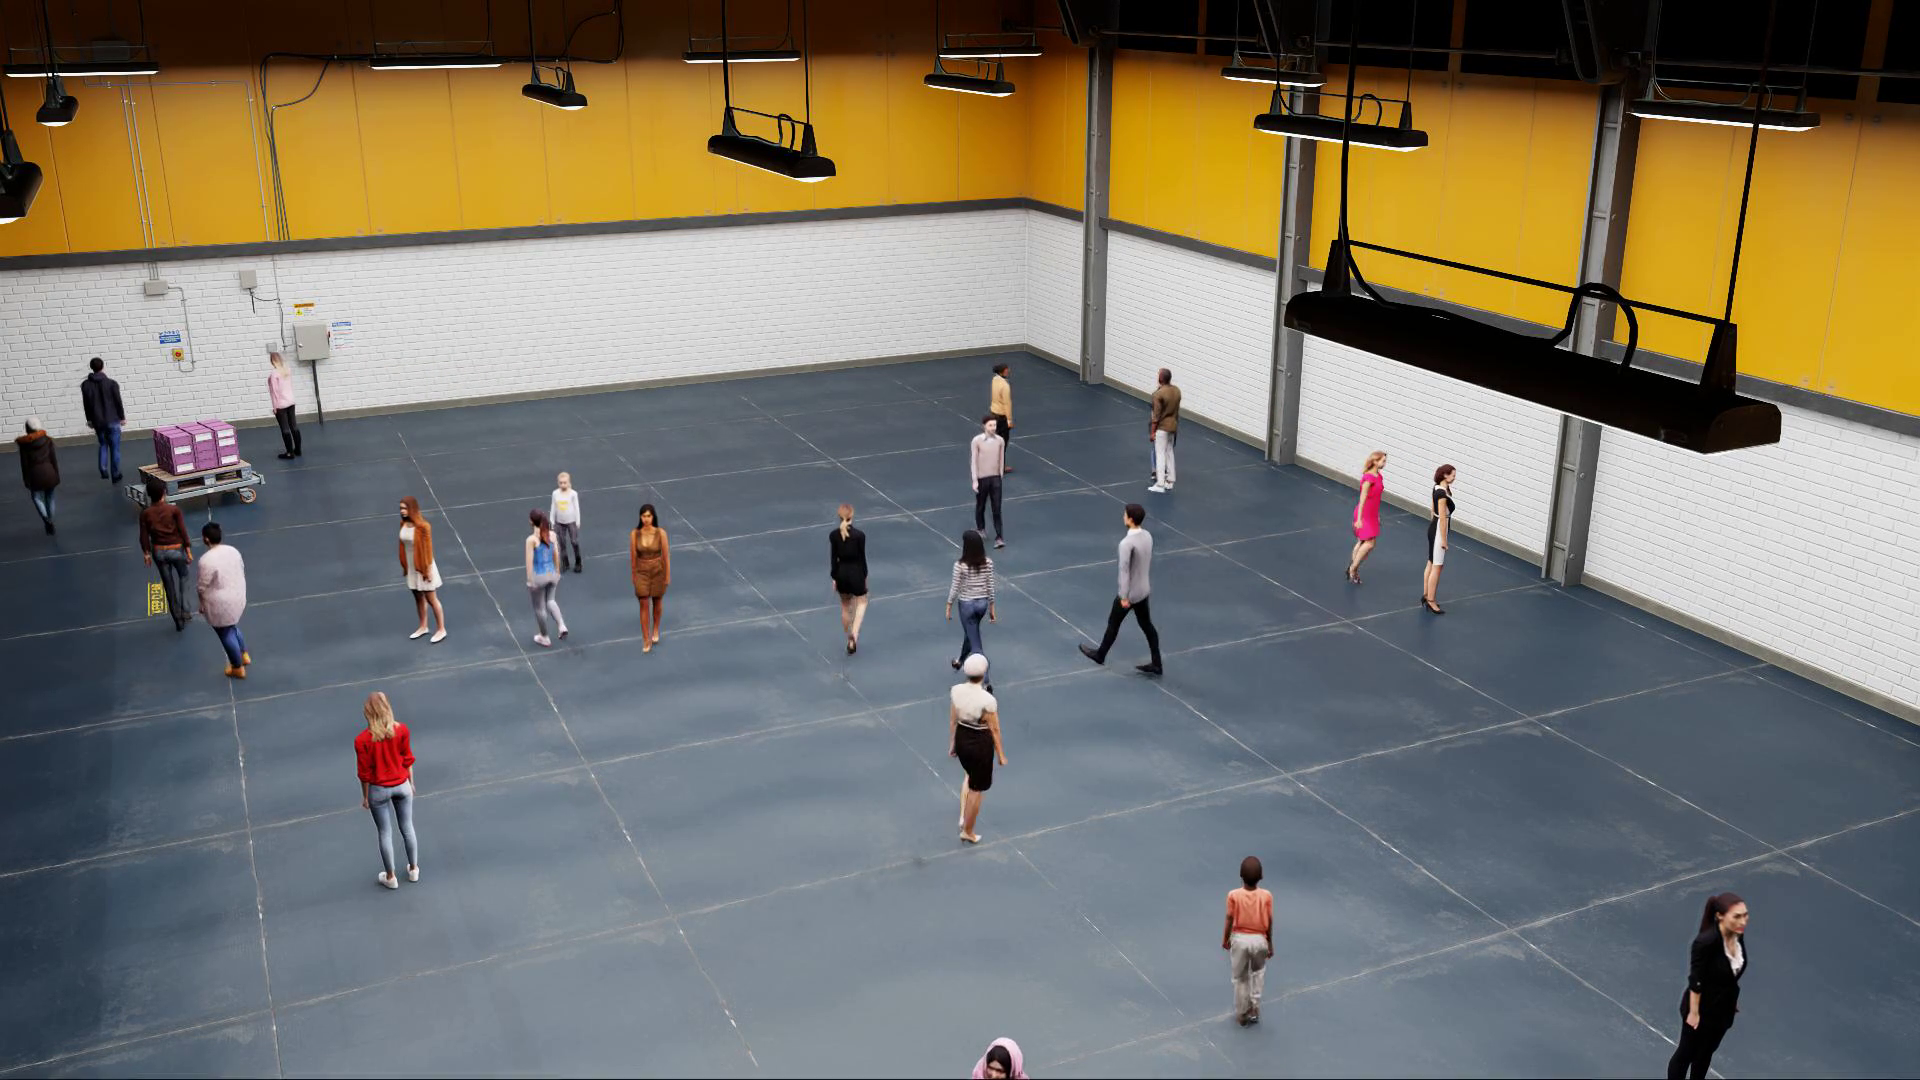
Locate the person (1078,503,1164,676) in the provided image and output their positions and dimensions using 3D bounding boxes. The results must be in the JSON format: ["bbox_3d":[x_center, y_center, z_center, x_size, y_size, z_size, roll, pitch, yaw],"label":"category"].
[{"bbox_3d":[1.928,0.574,17.680,1.336,1.871,1.123,14,23,35],"label":"person"}]

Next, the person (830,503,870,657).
[{"bbox_3d":[-1.212,0.477,18.149,0.760,1.756,0.836,3,19,9],"label":"person"}]

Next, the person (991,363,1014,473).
[{"bbox_3d":[0.607,-1.852,25.122,0.855,1.719,0.609,-10,21,-27],"label":"person"}]

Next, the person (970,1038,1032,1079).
[{"bbox_3d":[0.222,3.499,9.370,0.759,1.631,0.818,7,20,19],"label":"person"}]

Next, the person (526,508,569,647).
[{"bbox_3d":[-4.600,0.442,18.497,0.827,1.599,0.725,15,24,37],"label":"person"}]

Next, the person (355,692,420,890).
[{"bbox_3d":[-4.668,2.038,13.594,0.653,1.705,0.574,-13,23,-34],"label":"person"}]

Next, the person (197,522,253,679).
[{"bbox_3d":[-7.762,0.646,17.683,0.891,1.732,0.832,7,20,20],"label":"person"}]

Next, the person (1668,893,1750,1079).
[{"bbox_3d":[4.852,3.013,10.769,0.609,1.660,0.553,-10,21,-28],"label":"person"}]

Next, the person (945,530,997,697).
[{"bbox_3d":[0.169,0.811,17.195,0.620,1.730,1.143,-9,21,-25],"label":"person"}]

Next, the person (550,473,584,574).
[{"bbox_3d":[-4.979,-0.243,21.038,0.614,1.275,0.668,1,19,3],"label":"person"}]

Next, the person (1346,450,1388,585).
[{"bbox_3d":[4.929,-0.298,20.526,0.759,1.708,0.725,14,23,36],"label":"person"}]

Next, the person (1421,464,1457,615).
[{"bbox_3d":[5.632,-0.028,19.583,0.710,1.797,0.584,1,19,4],"label":"person"}]

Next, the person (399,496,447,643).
[{"bbox_3d":[-6.070,0.305,18.727,0.693,1.712,0.768,9,21,25],"label":"person"}]

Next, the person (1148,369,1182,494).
[{"bbox_3d":[2.987,-1.607,24.228,0.784,1.825,0.706,-17,25,-40],"label":"person"}]

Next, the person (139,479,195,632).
[{"bbox_3d":[-9.027,0.196,18.964,0.701,1.768,0.623,-7,20,-19],"label":"person"}]

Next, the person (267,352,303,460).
[{"bbox_3d":[-10.539,-2.114,25.950,0.742,1.687,0.677,6,19,17],"label":"person"}]

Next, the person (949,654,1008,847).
[{"bbox_3d":[0.063,1.830,14.153,0.716,1.741,0.806,17,25,40],"label":"person"}]

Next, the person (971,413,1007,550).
[{"bbox_3d":[0.334,-0.795,21.923,0.820,1.758,1.225,-4,19,-11],"label":"person"}]

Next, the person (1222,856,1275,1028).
[{"bbox_3d":[2.047,2.869,11.757,0.593,1.302,0.627,2,19,7],"label":"person"}]

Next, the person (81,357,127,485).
[{"bbox_3d":[-12.630,-1.737,24.532,0.769,1.878,0.780,-2,19,-6],"label":"person"}]

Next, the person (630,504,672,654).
[{"bbox_3d":[-3.451,0.378,18.583,0.731,1.666,0.916,-3,19,-9],"label":"person"}]

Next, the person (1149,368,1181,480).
[{"bbox_3d":[3.044,-1.746,24.864,0.696,1.682,0.671,-7,20,-20],"label":"person"}]

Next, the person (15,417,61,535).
[{"bbox_3d":[-12.277,-0.837,22.260,0.733,1.622,0.840,-16,24,-39],"label":"person"}]
